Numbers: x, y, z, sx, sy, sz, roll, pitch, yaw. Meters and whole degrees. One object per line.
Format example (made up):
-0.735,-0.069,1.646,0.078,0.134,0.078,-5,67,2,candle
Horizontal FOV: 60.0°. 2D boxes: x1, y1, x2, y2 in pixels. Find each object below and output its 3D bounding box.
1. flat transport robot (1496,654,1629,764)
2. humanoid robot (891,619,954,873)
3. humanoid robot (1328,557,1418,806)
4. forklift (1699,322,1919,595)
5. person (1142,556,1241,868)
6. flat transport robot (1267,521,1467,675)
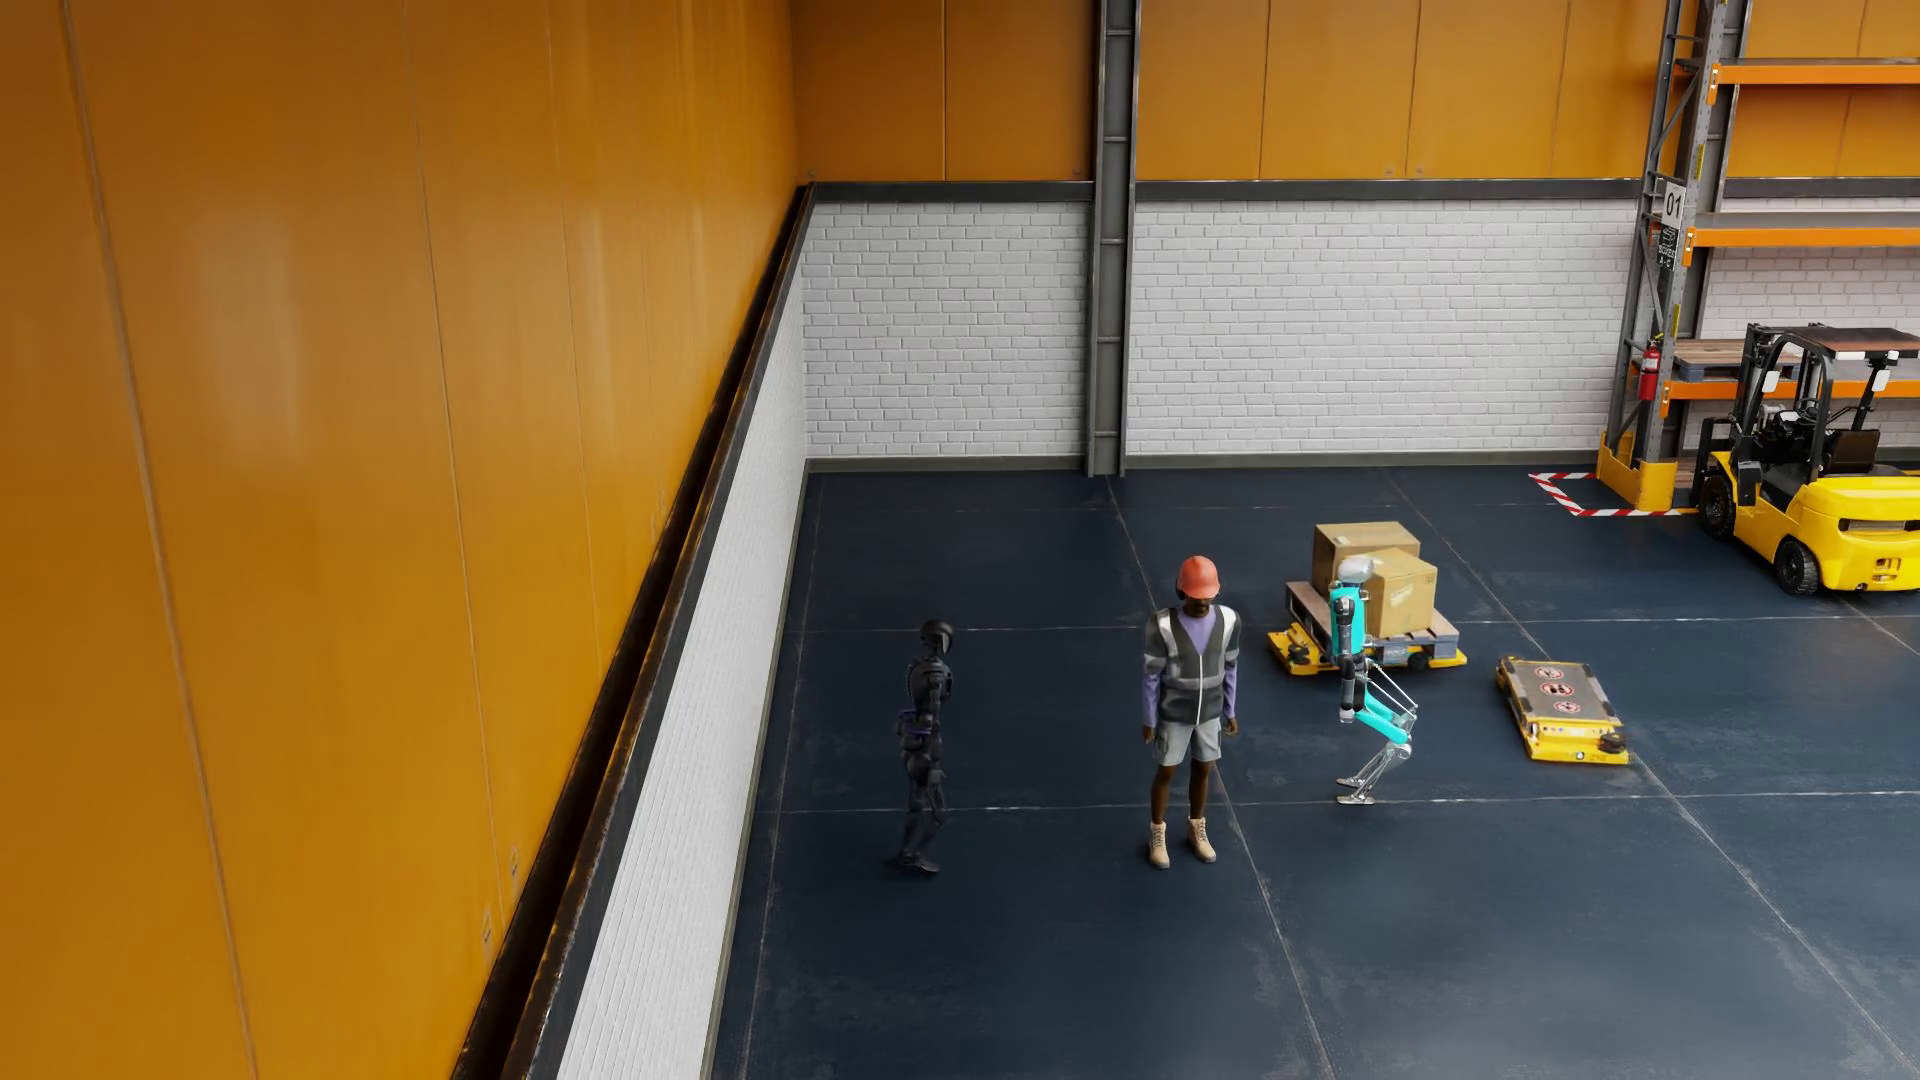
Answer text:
4.401,1.230,12.219,0.659,0.231,1.431,3,20,7,flat transport robot
-0.232,1.253,10.140,0.389,1.640,0.609,-4,21,-11,humanoid robot
2.701,0.932,10.720,0.735,1.673,0.533,6,21,15,humanoid robot
7.809,-0.792,14.926,1.214,2.155,2.313,-1,20,-2,forklift
1.414,1.050,10.150,0.613,2.040,0.389,-4,21,-12,person
3.242,0.830,13.302,1.431,0.231,0.659,-3,20,-7,flat transport robot
